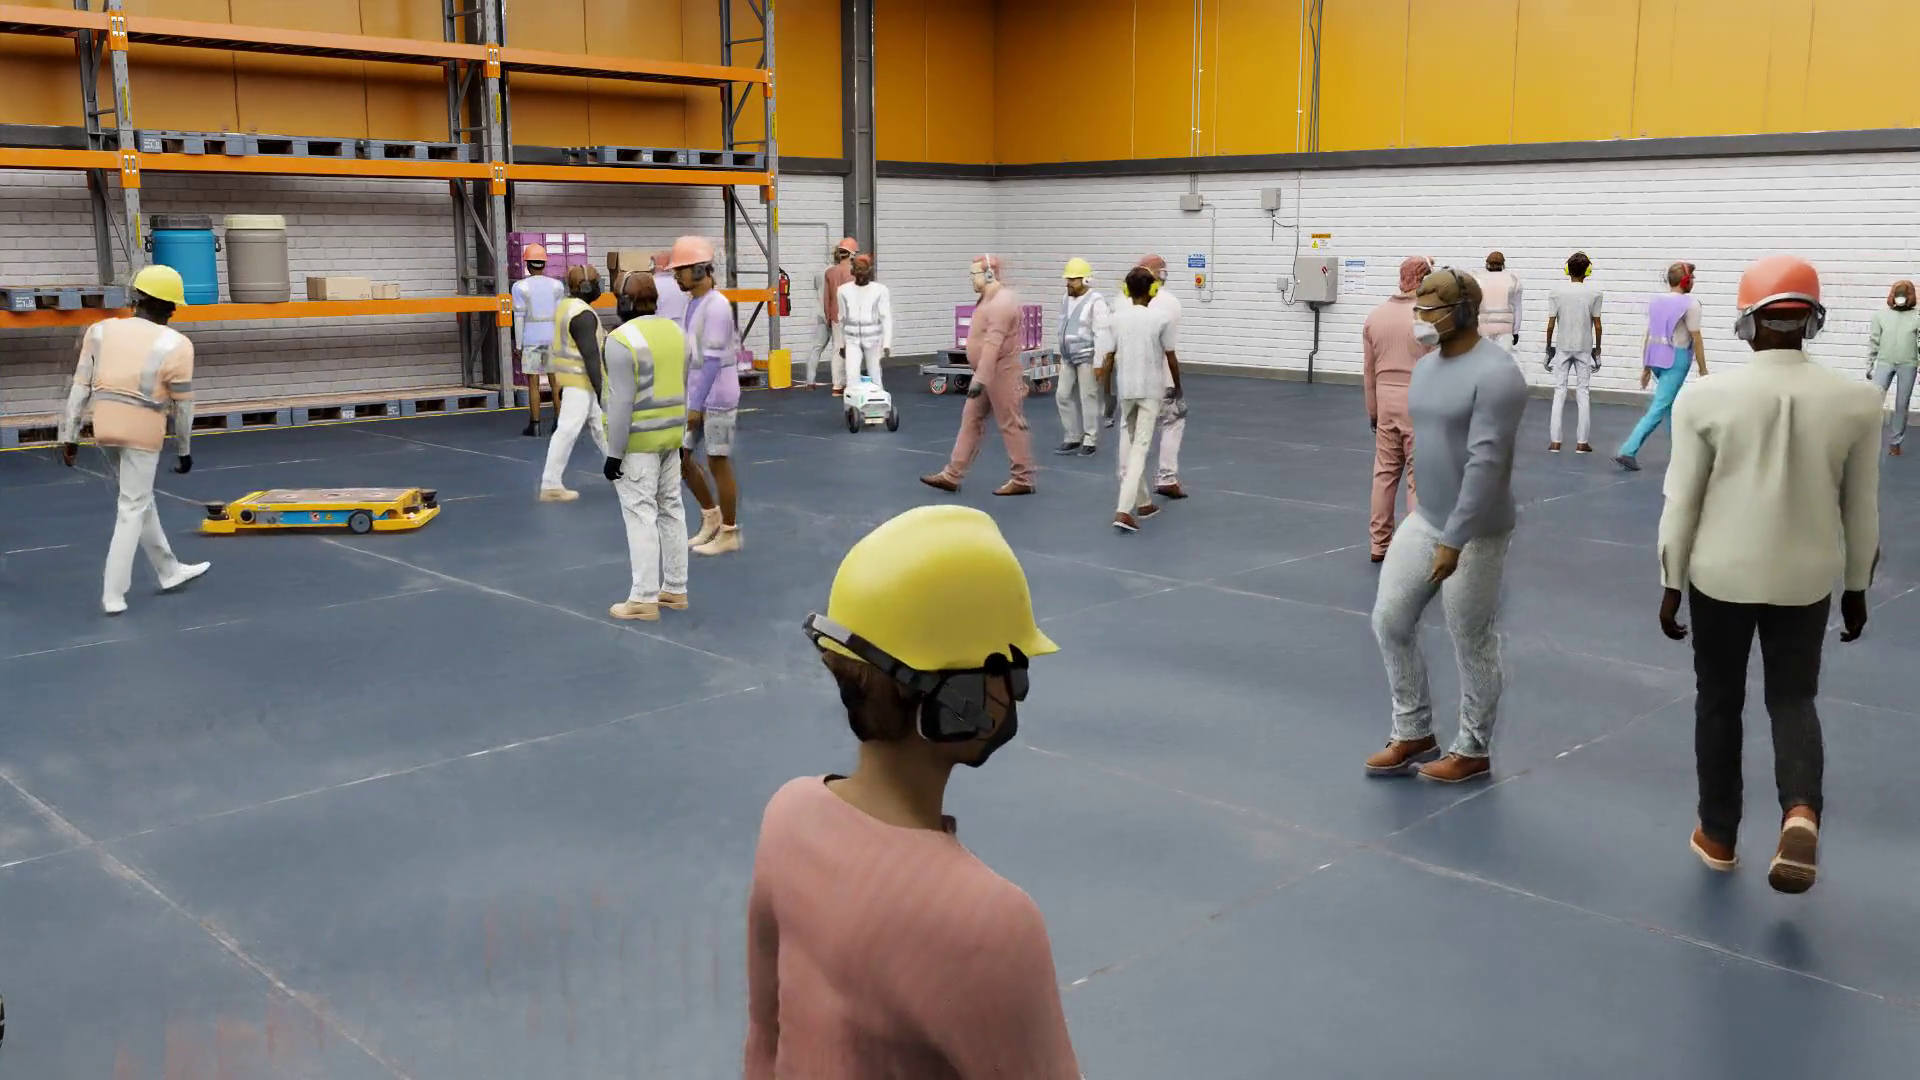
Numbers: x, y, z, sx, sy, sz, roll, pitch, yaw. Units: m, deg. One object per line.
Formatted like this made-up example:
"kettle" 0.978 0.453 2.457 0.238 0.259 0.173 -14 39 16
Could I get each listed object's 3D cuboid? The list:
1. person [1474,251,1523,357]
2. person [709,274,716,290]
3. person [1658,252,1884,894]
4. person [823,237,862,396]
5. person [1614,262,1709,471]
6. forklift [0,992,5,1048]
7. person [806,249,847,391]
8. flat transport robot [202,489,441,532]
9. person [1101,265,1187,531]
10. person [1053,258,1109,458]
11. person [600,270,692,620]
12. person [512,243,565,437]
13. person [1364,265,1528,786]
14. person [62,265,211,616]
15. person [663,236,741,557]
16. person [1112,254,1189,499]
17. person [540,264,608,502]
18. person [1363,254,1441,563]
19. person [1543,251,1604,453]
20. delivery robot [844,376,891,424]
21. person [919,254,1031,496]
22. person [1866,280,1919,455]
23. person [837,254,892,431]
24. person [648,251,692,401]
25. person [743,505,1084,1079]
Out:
"person" 6.165 -2.411 19.247 0.624 1.840 0.429 2 11 11
"person" -2.676 -2.006 17.591 0.536 1.623 0.388 3 11 15
"person" 2.461 0.119 5.071 0.632 1.973 0.689 2 11 13
"person" -1.406 -2.787 20.874 0.623 1.989 0.400 5 12 26
"person" 6.097 -1.490 14.337 0.968 1.807 0.564 -2 11 -9
"forklift" -3.245 0.323 3.363 2.313 2.155 1.214 2 11 13
"person" -1.680 -2.862 21.630 0.732 1.891 0.648 -8 13 -36
"flat transport robot" -4.411 -0.215 11.544 1.431 0.197 0.652 -1 10 -5
"person" 1.254 -0.990 11.567 0.533 1.822 0.989 6 12 30
"person" 1.093 -1.662 15.207 0.449 1.816 0.631 -8 13 -35
"person" -1.678 -0.499 8.817 0.429 1.839 0.634 5 12 26
"person" -4.247 -2.010 16.788 0.545 1.939 0.354 -7 13 -35
"person" 1.745 -0.022 6.028 0.609 1.914 0.621 -4 11 -21
"person" -4.469 -0.557 9.083 0.648 1.858 0.856 2 11 12
"person" -1.605 -0.876 10.395 0.507 2.016 0.599 -6 12 -30
"person" 1.479 -1.243 12.768 0.649 1.877 0.629 9 14 40
"person" -2.802 -1.194 12.720 0.970 1.791 0.653 -4 11 -21
"person" 2.765 -0.779 10.160 0.409 1.908 0.638 -8 13 -36
"person" 5.723 -1.746 15.527 0.517 1.873 0.328 5 11 24
"delivery robot" -0.968 -1.458 17.295 0.477 0.478 0.707 -3 11 -19
"person" 0.145 -1.260 12.861 0.876 1.869 0.646 -3 11 -15
"person" 8.598 -1.573 15.272 0.518 1.615 0.481 7 13 35
"person" -0.993 -2.098 17.584 0.599 1.835 0.993 1 10 7
"person" -3.071 -1.999 16.970 0.632 1.857 0.931 -9 14 -40
"person" 0.017 0.826 1.898 0.825 1.733 0.540 -5 12 -27
